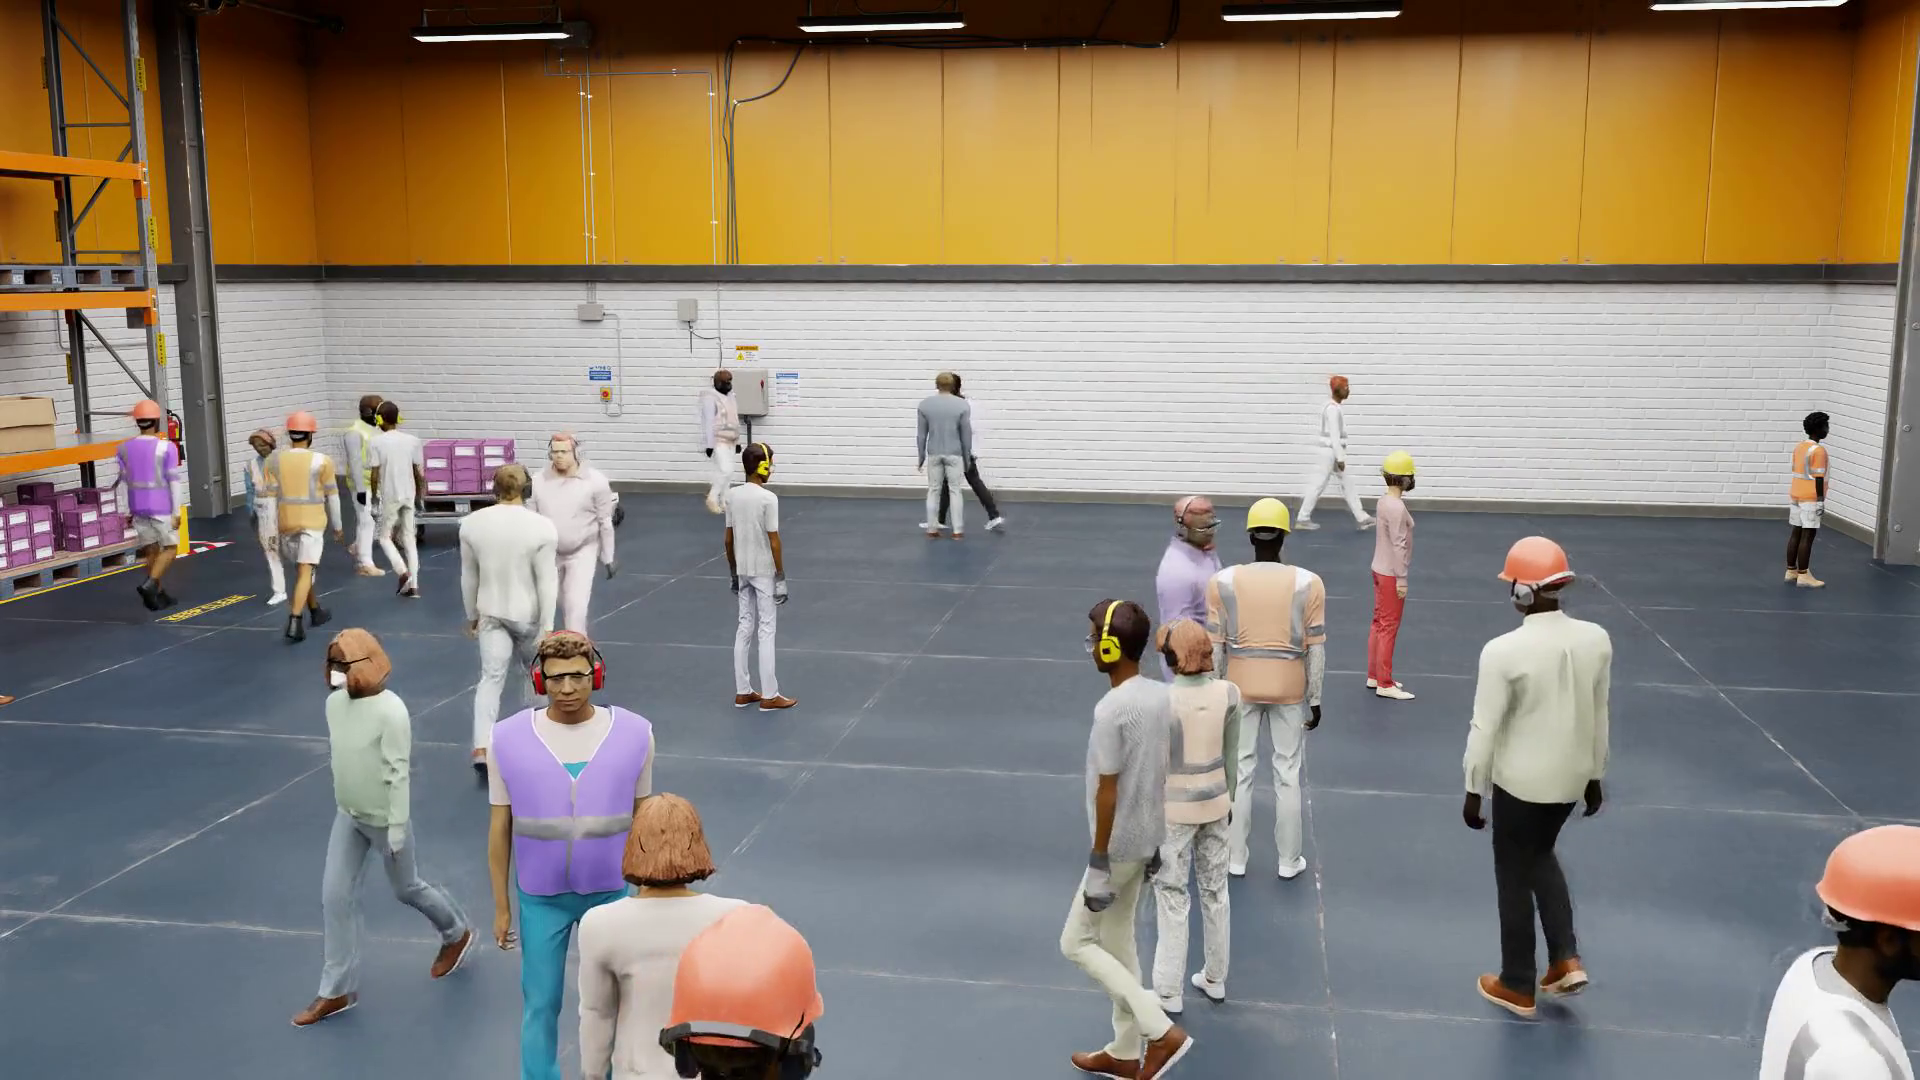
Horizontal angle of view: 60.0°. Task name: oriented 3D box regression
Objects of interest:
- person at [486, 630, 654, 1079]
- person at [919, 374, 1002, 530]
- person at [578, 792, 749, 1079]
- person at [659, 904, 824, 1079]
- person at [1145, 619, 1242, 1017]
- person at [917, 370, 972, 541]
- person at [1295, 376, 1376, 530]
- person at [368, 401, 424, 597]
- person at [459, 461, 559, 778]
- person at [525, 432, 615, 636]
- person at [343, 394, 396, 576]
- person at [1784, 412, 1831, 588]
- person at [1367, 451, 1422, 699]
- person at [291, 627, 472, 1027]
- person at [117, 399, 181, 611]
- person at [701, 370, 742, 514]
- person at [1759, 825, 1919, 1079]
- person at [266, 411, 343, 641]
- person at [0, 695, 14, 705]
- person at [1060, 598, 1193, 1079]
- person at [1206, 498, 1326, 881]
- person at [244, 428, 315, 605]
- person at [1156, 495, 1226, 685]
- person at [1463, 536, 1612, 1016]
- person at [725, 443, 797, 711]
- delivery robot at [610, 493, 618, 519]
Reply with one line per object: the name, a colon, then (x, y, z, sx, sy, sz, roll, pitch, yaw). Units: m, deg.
person: (-1.318, 1.205, 5.696, 0.565, 1.846, 0.387, -3, 10, -18)
person: (0.037, -1.024, 19.504, 1.010, 1.869, 0.630, 3, 10, 20)
person: (-0.787, 1.498, 4.574, 0.506, 1.628, 0.277, 0, 9, -1)
person: (-0.379, 1.598, 2.834, 0.632, 1.990, 1.069, 2, 9, 11)
person: (0.926, 1.129, 6.809, 0.514, 1.640, 0.309, -5, 11, -30)
person: (-0.170, -0.946, 18.762, 0.631, 1.939, 0.361, 3, 9, 15)
person: (4.440, -1.002, 19.483, 1.024, 1.820, 0.585, 4, 10, 21)
person: (-5.205, -0.364, 15.431, 0.556, 1.849, 0.444, -9, 13, -43)
person: (-2.754, 0.469, 10.115, 0.660, 1.894, 0.981, 1, 9, 5)
person: (-2.943, 0.099, 12.542, 0.667, 1.859, 0.973, 1, 9, 7)
person: (-5.924, -0.547, 16.651, 0.476, 1.829, 0.620, 3, 10, 16)
person: (8.222, -0.396, 16.089, 0.315, 1.695, 0.541, 1, 9, 4)
person: (3.108, 0.246, 11.893, 0.310, 1.768, 0.533, 0, 9, 1)
person: (-2.394, 1.134, 6.898, 0.513, 1.600, 0.807, 6, 11, 31)
person: (-7.183, -0.285, 14.730, 0.549, 1.916, 0.671, 0, 9, 2)
person: (-2.952, -1.210, 20.762, 0.445, 1.830, 0.627, 3, 10, 20)
person: (1.793, 1.513, 3.572, 0.704, 1.922, 0.564, 3, 10, 19)
person: (-5.485, -0.128, 13.878, 0.550, 1.885, 1.058, 0, 9, 1)
person: (-6.967, 0.238, 11.529, 0.639, 1.902, 0.406, 2, 9, 10)
person: (0.600, 1.135, 6.109, 0.455, 1.847, 0.530, 5, 11, 31)
person: (1.520, 0.748, 8.310, 0.585, 1.917, 0.380, 2, 9, 13)
person: (-6.257, -0.237, 15.320, 0.555, 1.618, 0.546, 1, 9, 7)
person: (1.250, 0.670, 8.964, 0.505, 1.872, 0.687, 3, 10, 17)
person: (2.330, 0.963, 6.789, 0.638, 1.973, 0.439, -3, 10, -21)
person: (-1.403, 0.253, 11.548, 0.519, 1.865, 0.328, 7, 11, 36)
delivery robot: (-4.422, -0.454, 19.690, 0.707, 0.478, 0.477, 2, 9, 13)
